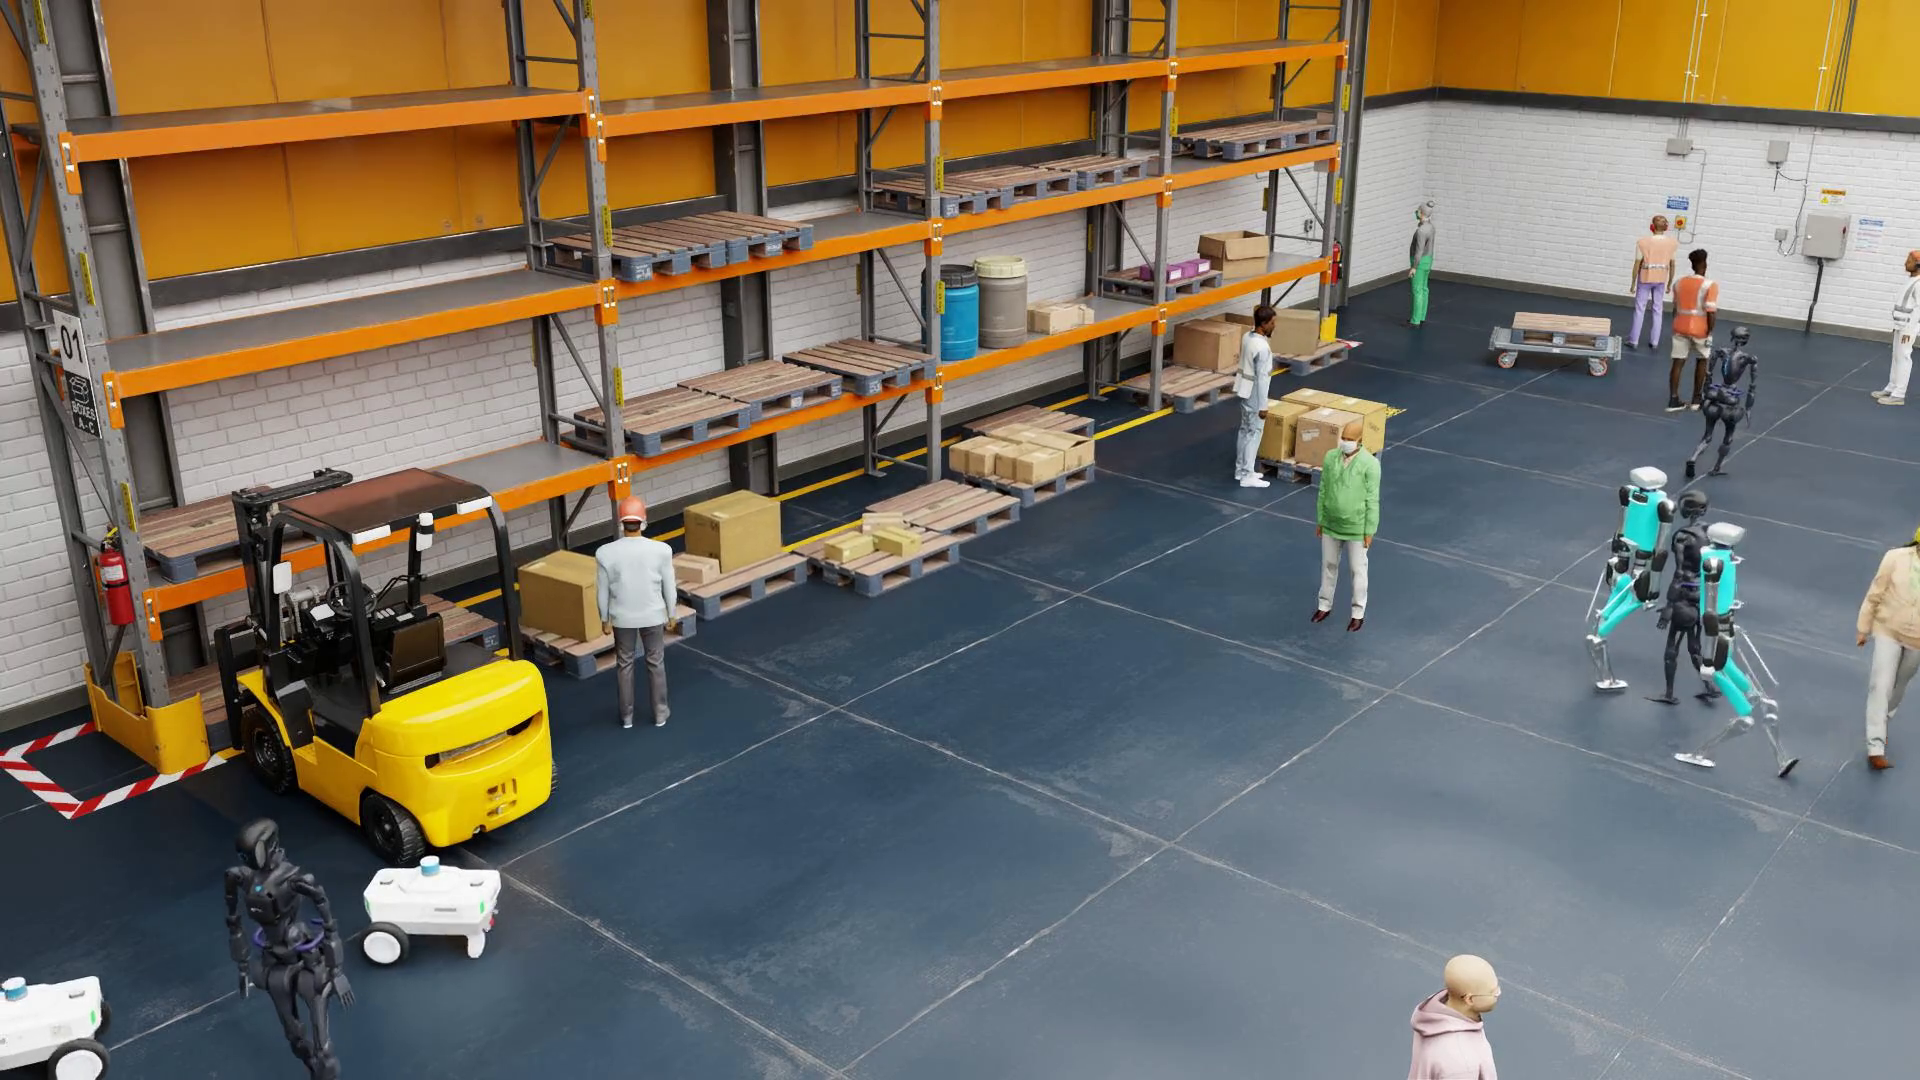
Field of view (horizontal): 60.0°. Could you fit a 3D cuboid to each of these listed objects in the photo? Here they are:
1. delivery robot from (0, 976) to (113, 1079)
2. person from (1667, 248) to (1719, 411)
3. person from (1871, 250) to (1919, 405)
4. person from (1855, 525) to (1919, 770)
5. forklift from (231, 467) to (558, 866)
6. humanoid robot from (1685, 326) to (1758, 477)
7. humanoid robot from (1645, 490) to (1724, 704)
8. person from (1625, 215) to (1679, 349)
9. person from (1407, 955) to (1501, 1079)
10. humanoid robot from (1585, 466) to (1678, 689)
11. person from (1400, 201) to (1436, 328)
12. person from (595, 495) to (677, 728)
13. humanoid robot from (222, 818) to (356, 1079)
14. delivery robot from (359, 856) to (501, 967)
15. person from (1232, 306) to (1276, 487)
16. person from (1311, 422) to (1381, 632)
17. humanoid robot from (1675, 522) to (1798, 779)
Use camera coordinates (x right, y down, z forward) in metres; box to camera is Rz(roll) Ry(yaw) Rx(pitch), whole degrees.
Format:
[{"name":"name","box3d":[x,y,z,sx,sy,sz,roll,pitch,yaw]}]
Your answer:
[{"name":"delivery robot","box3d":[-4.700,2.494,8.406,0.814,0.612,0.499,-9,22,-23]},{"name":"person","box3d":[8.821,-2.530,20.013,0.718,1.924,0.637,-15,25,-35]},{"name":"person","box3d":[11.492,-2.587,20.233,0.354,1.882,0.576,6,21,15]},{"name":"person","box3d":[6.511,0.675,11.476,0.569,1.825,0.917,9,22,22]},{"name":"forklift","box3d":[-3.730,0.710,10.856,2.313,2.155,1.214,17,26,38]},{"name":"humanoid robot","box3d":[7.966,-1.440,17.434,0.605,1.632,0.603,-13,24,-31]},{"name":"humanoid robot","box3d":[5.453,0.449,12.323,0.610,1.647,0.483,-19,27,-41]},{"name":"person","box3d":[9.518,-3.533,22.864,0.564,1.836,0.379,1,20,4]},{"name":"person","box3d":[1.946,2.452,6.720,0.402,1.784,0.519,1,20,3]},{"name":"humanoid robot","box3d":[4.901,0.375,12.501,0.698,1.851,0.554,-6,21,-17]},{"name":"person","box3d":[6.676,-4.008,24.146,0.340,1.839,0.511,13,24,31]},{"name":"person","box3d":[-2.324,0.522,12.012,0.571,1.740,0.351,-4,21,-10]},{"name":"humanoid robot","box3d":[-3.205,2.042,7.993,0.616,1.642,0.372,3,21,9]},{"name":"delivery robot","box3d":[-3.029,2.092,9.497,0.785,0.614,0.525,1,20,2]},{"name":"person","box3d":[3.043,-1.484,17.213,0.401,1.909,0.598,-3,20,-8]},{"name":"person","box3d":[3.190,-0.125,13.722,0.539,1.776,0.388,15,25,35]},{"name":"humanoid robot","box3d":[5.407,0.817,11.295,0.922,1.813,0.571,13,24,31]}]
